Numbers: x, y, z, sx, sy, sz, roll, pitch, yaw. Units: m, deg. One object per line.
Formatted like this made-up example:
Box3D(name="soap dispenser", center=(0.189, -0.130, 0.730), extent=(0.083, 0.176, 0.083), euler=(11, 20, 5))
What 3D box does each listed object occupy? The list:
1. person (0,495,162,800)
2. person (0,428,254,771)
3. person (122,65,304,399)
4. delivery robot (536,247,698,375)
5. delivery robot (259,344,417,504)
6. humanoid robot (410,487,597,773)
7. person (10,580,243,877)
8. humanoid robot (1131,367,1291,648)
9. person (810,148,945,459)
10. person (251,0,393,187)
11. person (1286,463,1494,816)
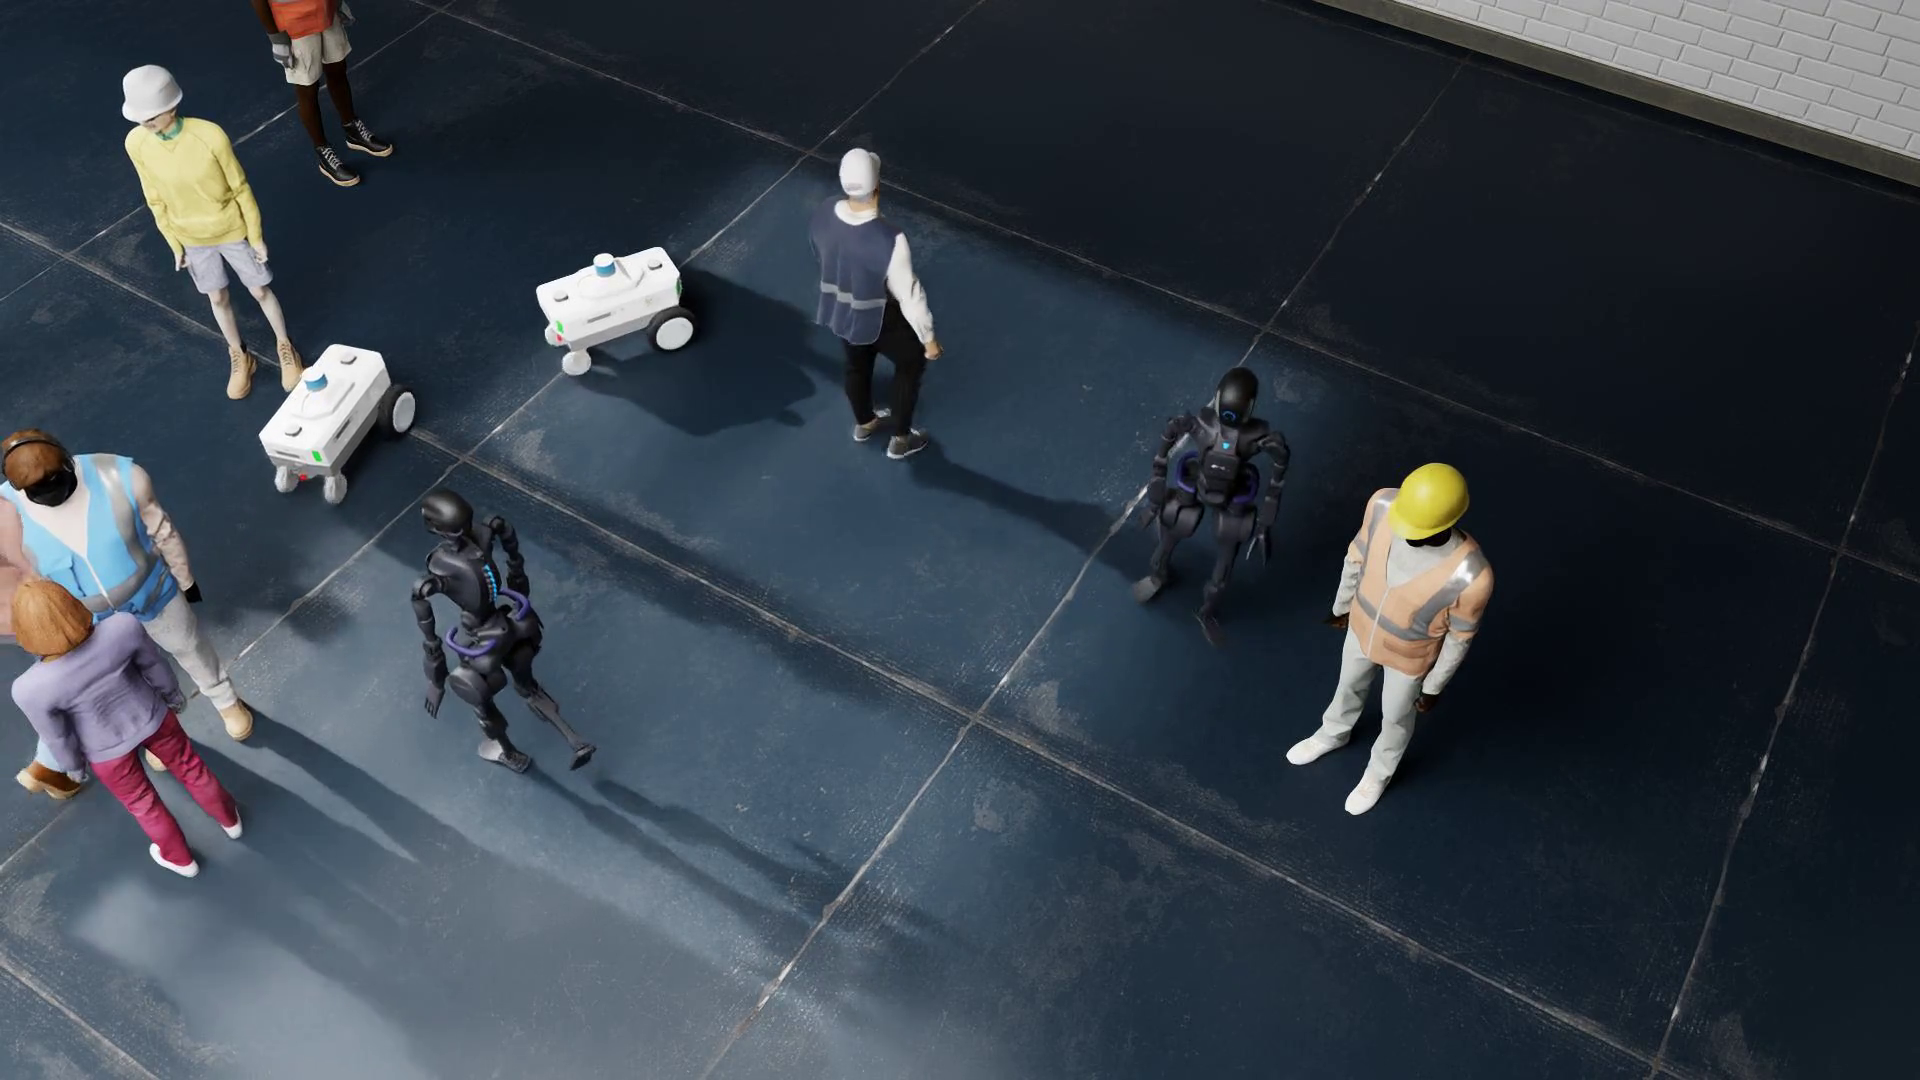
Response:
Box3D(name="person", center=(-3.690, 0.262, 6.456), extent=(0.635, 1.975, 0.664), euler=(16, 51, 13))
Box3D(name="person", center=(-3.327, 0.239, 6.569), extent=(0.627, 1.836, 0.429), euler=(-24, 53, -19))
Box3D(name="person", center=(-3.605, -1.485, 8.040), extent=(0.470, 1.889, 0.398), euler=(-7, 49, -6))
Box3D(name="delivery robot", center=(-1.814, -1.245, 8.695), extent=(0.742, 0.566, 0.499), euler=(-23, 53, -19))
Box3D(name="delivery robot", center=(-3.078, -0.612, 8.173), extent=(0.499, 0.614, 0.808), euler=(12, 50, 10))
Box3D(name="humanoid robot", center=(-1.800, 0.441, 6.504), extent=(0.578, 1.639, 0.589), euler=(23, 53, 19))
Box3D(name="person", center=(-3.151, 0.720, 6.278), extent=(0.264, 1.631, 0.506), euler=(31, 56, 24))
Box3D(name="humanoid robot", center=(1.064, -0.177, 7.041), extent=(0.597, 1.647, 0.455), euler=(11, 50, 9))
Box3D(name="person", center=(-0.379, -1.078, 7.778), extent=(0.720, 1.743, 0.541), euler=(28, 54, 22))
Box3D(name="person", center=(-3.632, -2.912, 9.235), extent=(0.368, 1.965, 0.605), euler=(19, 52, 16))
Box3D(name="person", center=(1.654, 0.379, 6.390), extent=(0.378, 1.917, 0.585), euler=(-30, 55, -24))
